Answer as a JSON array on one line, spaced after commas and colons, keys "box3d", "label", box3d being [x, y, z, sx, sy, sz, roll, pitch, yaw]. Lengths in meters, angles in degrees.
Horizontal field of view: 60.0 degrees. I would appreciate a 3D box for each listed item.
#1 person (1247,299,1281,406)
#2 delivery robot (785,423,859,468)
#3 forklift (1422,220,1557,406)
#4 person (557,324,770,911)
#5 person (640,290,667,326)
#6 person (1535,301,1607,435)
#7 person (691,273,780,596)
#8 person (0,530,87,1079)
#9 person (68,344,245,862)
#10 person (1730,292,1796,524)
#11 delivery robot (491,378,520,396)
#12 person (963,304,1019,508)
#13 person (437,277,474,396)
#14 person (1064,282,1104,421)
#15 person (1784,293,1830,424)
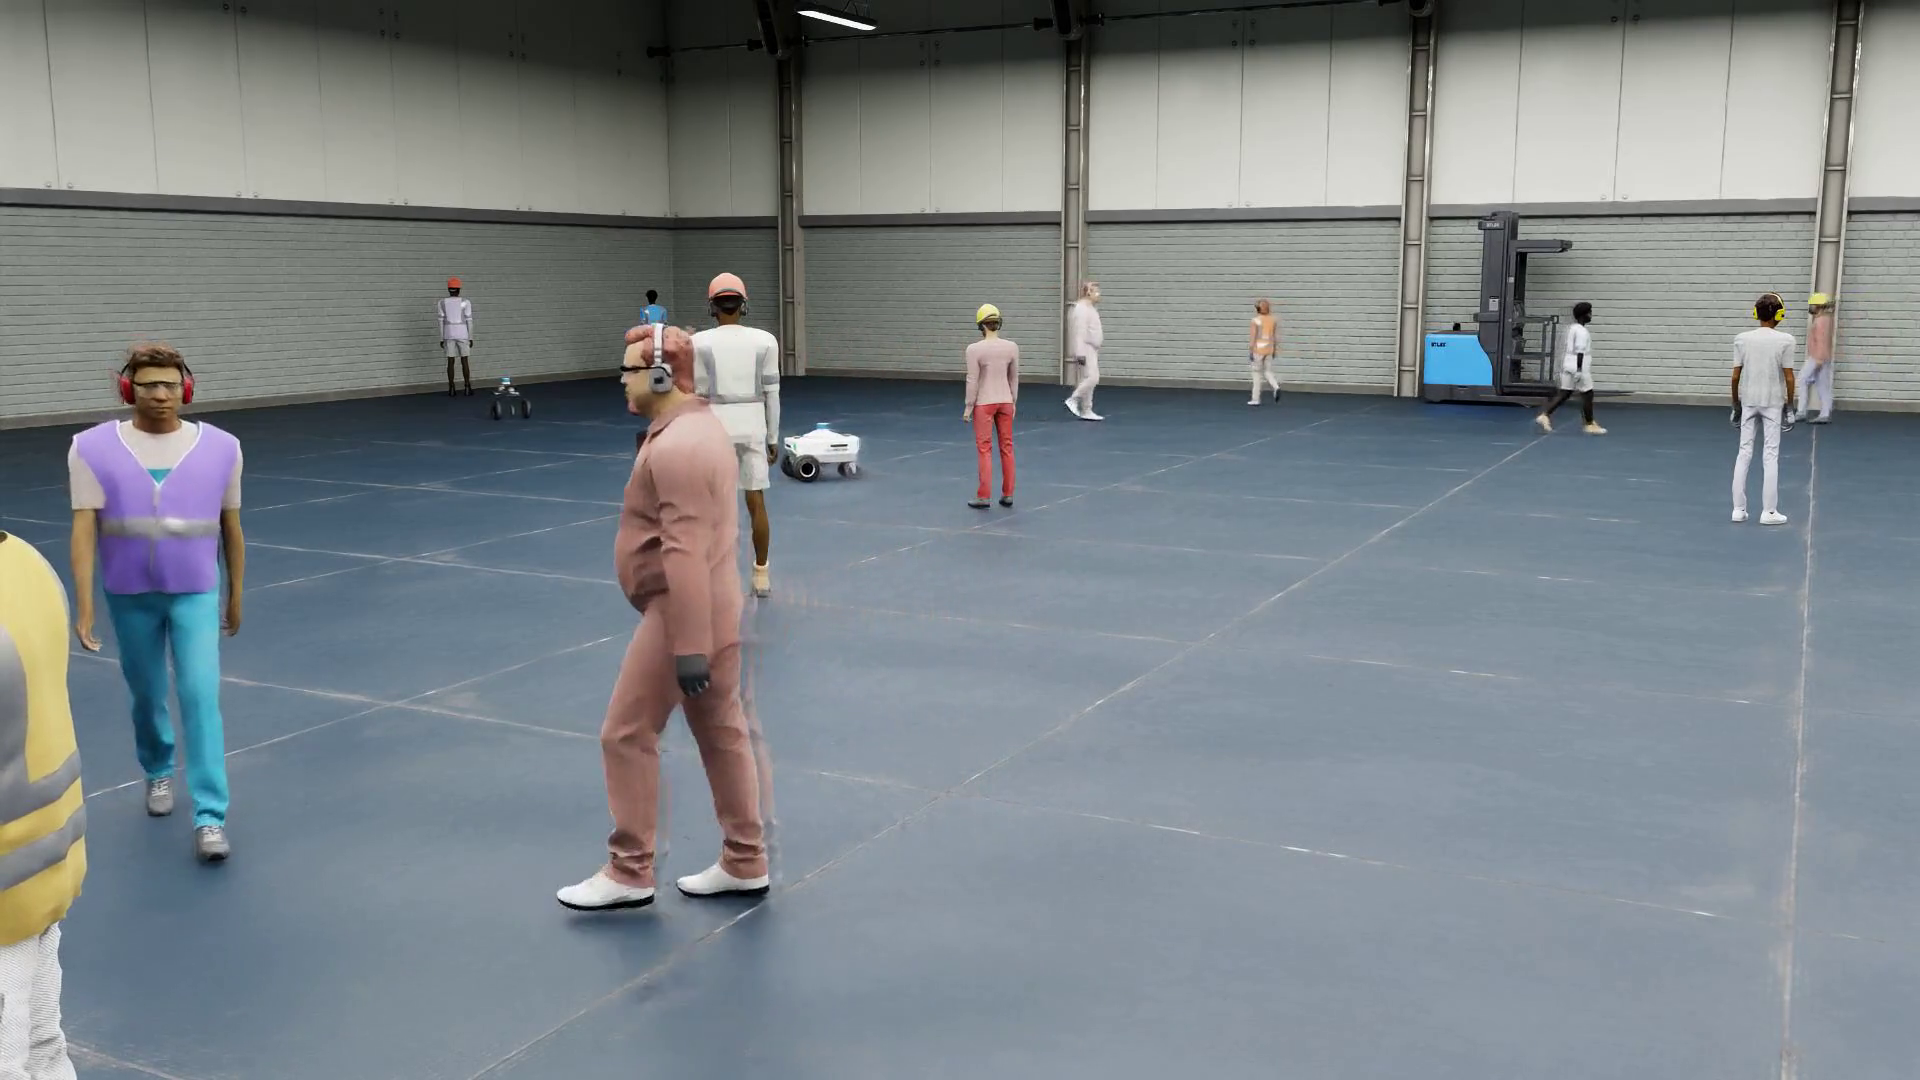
[{"box3d": [4.615, -2.846, 25.226, 0.532, 1.623, 0.497, -5, 11, -29], "label": "person"}, {"box3d": [-1.365, -0.918, 16.492, 0.707, 0.478, 0.477, -4, 10, -22], "label": "delivery robot"}, {"box3d": [8.245, -3.527, 25.720, 1.873, 2.768, 1.129, 5, 10, 27], "label": "forklift"}, {"box3d": [-0.990, 0.258, 5.333, 0.815, 1.875, 0.674, 0, 9, 1], "label": "person"}, {"box3d": [-5.627, -3.741, 30.539, 0.540, 1.697, 0.317, -6, 11, -32], "label": "person"}, {"box3d": [7.698, -2.158, 20.865, 0.811, 1.668, 0.528, 0, 9, 2], "label": "person"}, {"box3d": [-1.436, -0.653, 10.466, 0.605, 2.034, 0.390, -3, 10, -19], "label": "person"}, {"box3d": [-1.780, 0.667, 2.931, 0.429, 1.840, 0.624, -2, 10, -14], "label": "person"}, {"box3d": [-2.884, 0.188, 6.034, 0.573, 1.800, 0.970, -4, 10, -24], "label": "person"}, {"box3d": [6.548, -1.073, 13.560, 0.328, 1.872, 0.513, -9, 13, -44], "label": "person"}, {"box3d": [-6.355, -2.152, 23.301, 0.335, 0.223, 0.698, -5, 11, -29], "label": "delivery robot"}, {"box3d": [0.264, -1.163, 14.462, 0.524, 1.760, 0.327, -5, 11, -29], "label": "person"}, {"box3d": [-8.306, -3.355, 27.424, 0.544, 1.939, 0.372, -1, 9, -6], "label": "person"}, {"box3d": [1.748, -2.569, 22.708, 0.451, 1.891, 0.672, 3, 10, 18], "label": "person"}, {"box3d": [11.403, -2.435, 22.326, 0.666, 1.739, 0.541, 6, 11, 34], "label": "person"}]
